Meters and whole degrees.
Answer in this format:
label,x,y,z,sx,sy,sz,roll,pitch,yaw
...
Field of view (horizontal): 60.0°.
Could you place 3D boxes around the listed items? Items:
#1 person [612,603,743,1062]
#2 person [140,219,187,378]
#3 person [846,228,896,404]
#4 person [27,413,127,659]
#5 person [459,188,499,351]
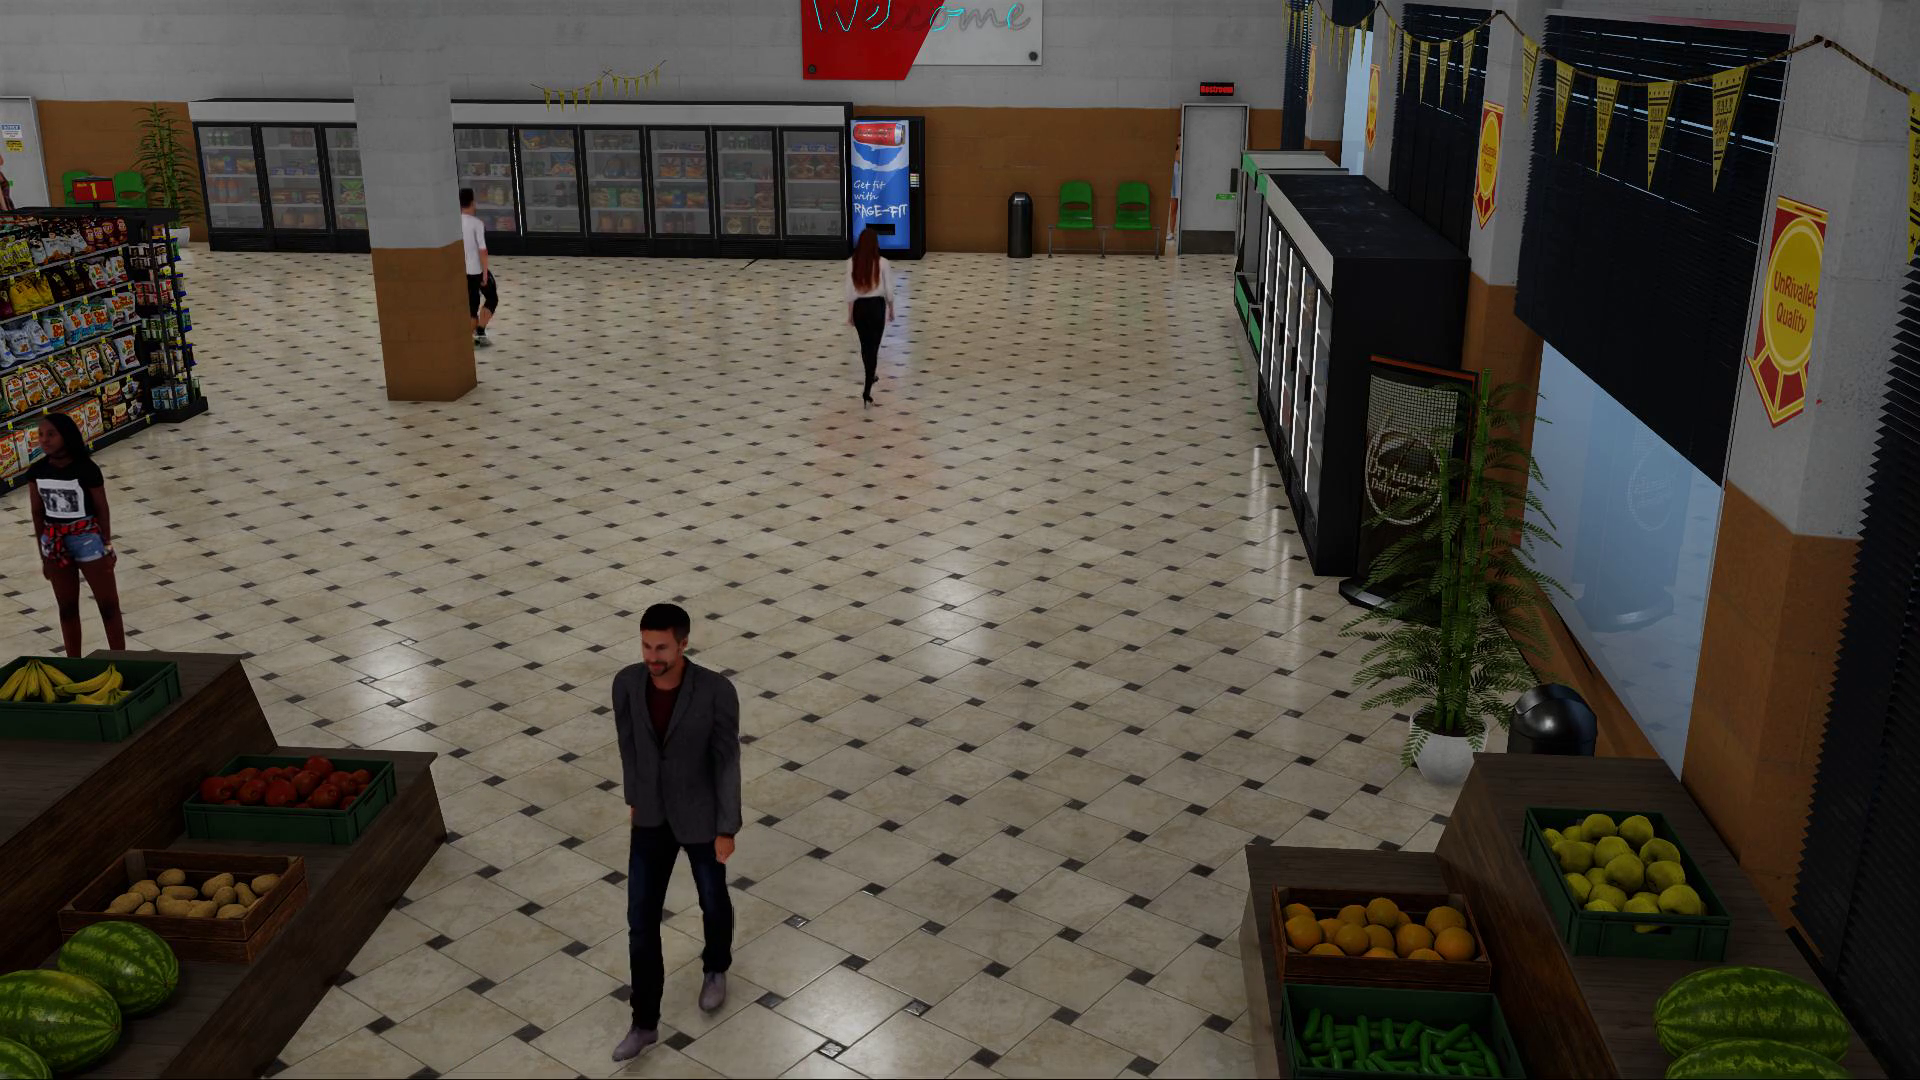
label,x,y,z,sx,sy,sz,roll,pitch,yaw
person,-1.092,1.086,6.697,0.765,1.836,1.020,3,19,9
person,-8.376,-2.405,17.170,0.867,1.759,1.129,7,20,21
person,-0.915,-2.190,16.625,0.655,1.701,1.146,3,19,8
person,-5.221,0.080,9.851,0.626,1.728,0.604,0,19,0
person,-5.623,-3.077,19.040,0.757,1.839,0.766,7,20,21
